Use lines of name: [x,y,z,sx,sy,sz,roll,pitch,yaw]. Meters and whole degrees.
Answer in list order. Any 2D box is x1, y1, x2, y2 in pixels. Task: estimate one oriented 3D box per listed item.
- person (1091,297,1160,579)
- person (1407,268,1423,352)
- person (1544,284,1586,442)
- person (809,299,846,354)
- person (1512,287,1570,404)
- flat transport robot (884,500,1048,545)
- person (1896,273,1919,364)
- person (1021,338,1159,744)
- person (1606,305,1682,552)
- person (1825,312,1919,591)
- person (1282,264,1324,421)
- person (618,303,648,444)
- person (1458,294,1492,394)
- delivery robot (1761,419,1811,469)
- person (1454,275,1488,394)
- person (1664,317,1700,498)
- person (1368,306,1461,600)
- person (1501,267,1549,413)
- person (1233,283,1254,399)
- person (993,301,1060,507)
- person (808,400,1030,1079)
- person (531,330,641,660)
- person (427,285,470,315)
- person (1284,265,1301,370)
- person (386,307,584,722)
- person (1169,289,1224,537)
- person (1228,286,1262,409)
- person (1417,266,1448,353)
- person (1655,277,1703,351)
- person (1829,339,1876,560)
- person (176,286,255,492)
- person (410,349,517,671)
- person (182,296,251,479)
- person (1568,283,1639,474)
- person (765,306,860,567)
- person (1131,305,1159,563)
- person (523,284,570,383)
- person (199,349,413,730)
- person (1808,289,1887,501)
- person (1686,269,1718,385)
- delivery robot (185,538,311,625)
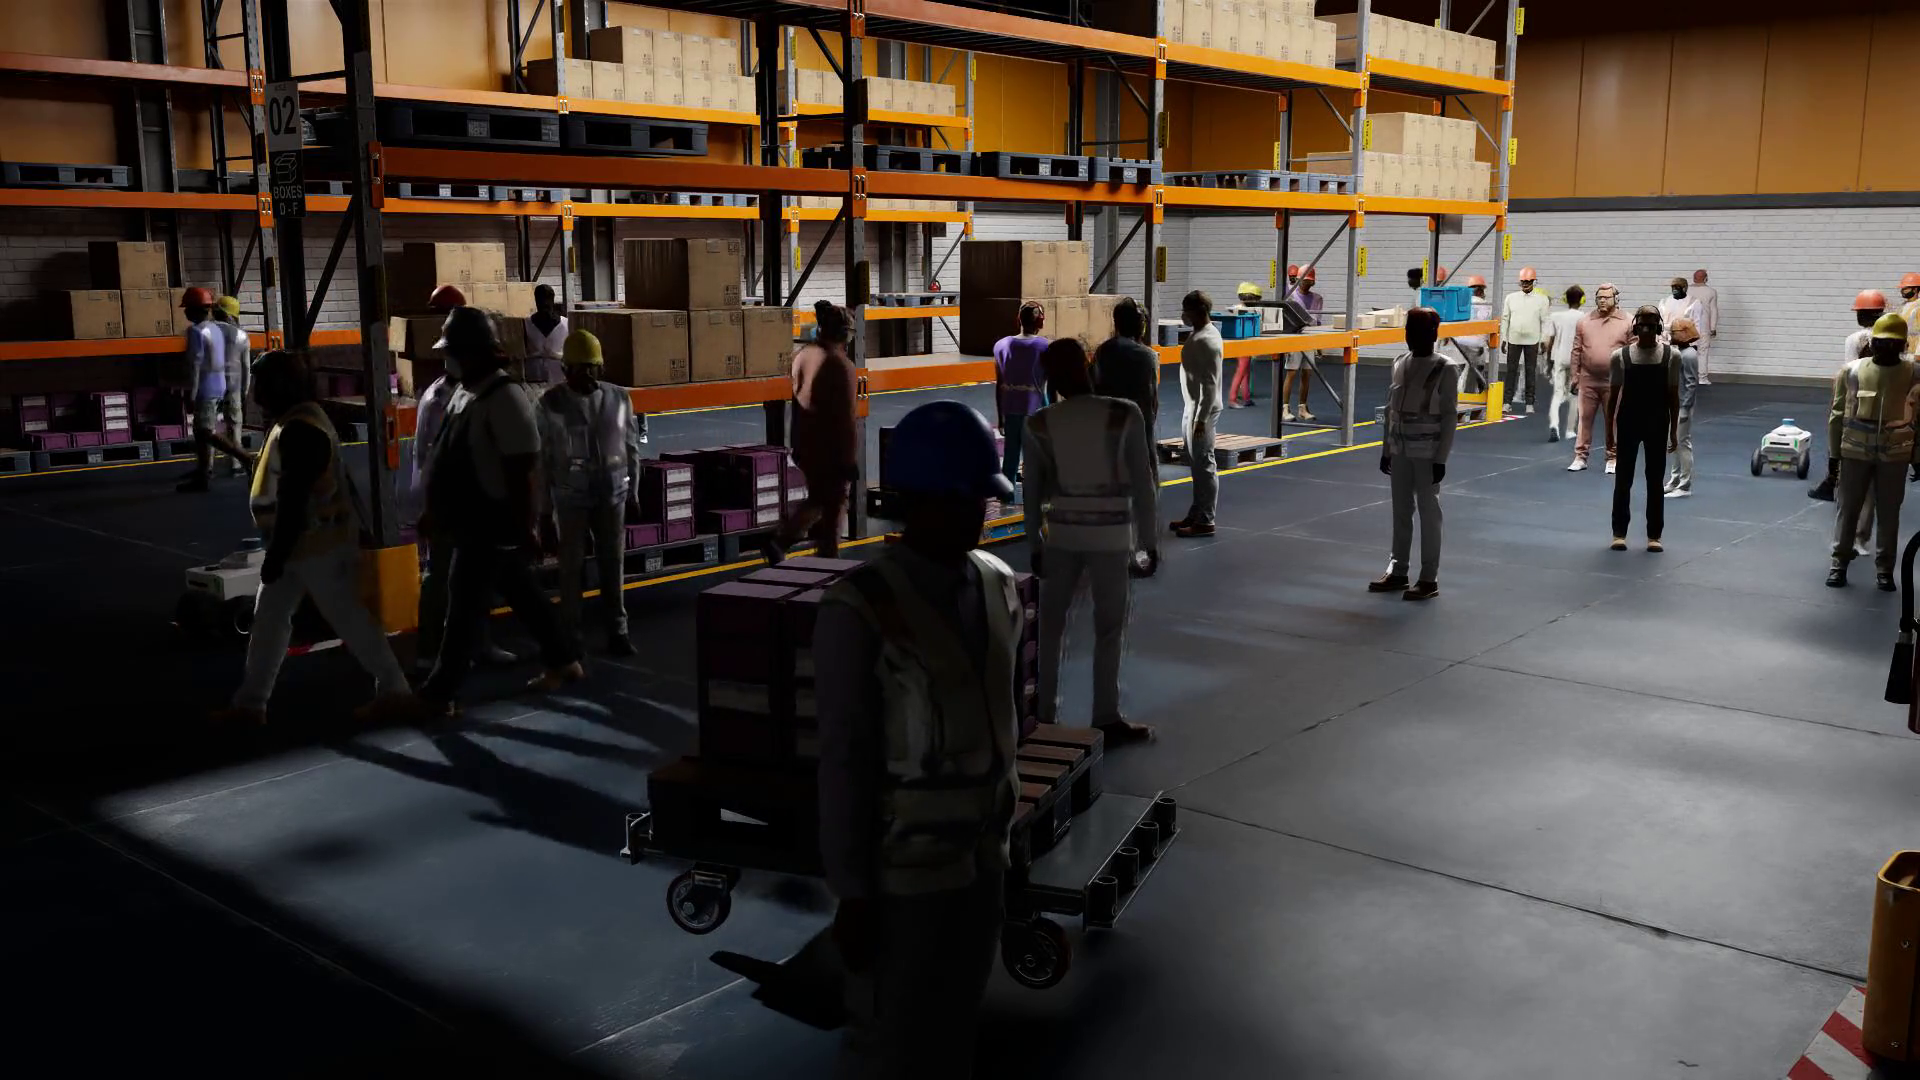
person: [1.083,-0.663,11.192,0.565,1.927,0.652,-5,11,-28]
person: [7.648,-3.561,27.702,0.528,1.933,0.626,2,10,13]
person: [7.107,-2.071,19.481,0.527,1.839,0.880,6,11,29]
person: [-1.473,-1.824,18.495,0.530,1.688,0.324,7,12,34]
person: [8.457,-2.817,24.136,0.885,1.702,0.488,3,10,15]
flat transport robot: [0.130,-0.119,12.819,0.652,0.197,1.431,8,13,38]
person: [12.108,-2.437,21.276,0.373,1.934,0.551,0,10,-2]
person: [0.560,0.023,7.523,0.682,1.856,0.353,4,11,19]
person: [5.083,-0.825,12.402,0.511,1.840,0.339,4,11,20]
person: [6.067,-0.583,11.014,0.586,1.836,0.404,5,11,27]
person: [4.480,-2.566,21.720,0.610,2.040,0.394,-4,11,-20]
person: [-3.825,-1.916,19.211,0.496,1.625,0.287,0,10,2]
person: [7.775,-2.962,25.120,0.515,1.638,0.315,2,10,11]
delivery robot: [8.215,-0.959,16.530,0.477,0.478,0.707,7,12,36]
person: [7.251,-2.802,23.574,0.957,1.874,0.567,-6,12,-33]
person: [6.503,-1.191,15.048,0.268,1.632,0.507,1,10,7]
person: [2.943,-0.561,10.751,0.355,1.883,0.576,-6,12,-30]
person: [7.734,-2.737,22.817,0.611,1.996,0.378,4,11,23]
person: [4.232,-2.966,24.879,0.550,1.726,0.848,8,13,40]
person: [0.528,-0.972,13.227,0.561,1.836,0.379,4,11,24]
person: [-0.056,0.668,3.567,0.404,1.945,0.615,8,13,38]
person: [-2.045,-0.243,9.137,0.605,1.816,0.403,-6,12,-32]
person: [-3.680,-0.846,12.070,0.620,1.992,0.400,9,14,43]
person: [6.170,-4.124,30.880,0.552,1.937,0.356,3,10,15]
person: [-2.319,-0.184,8.156,1.041,2.000,0.687,-6,12,-32]
person: [1.868,-0.988,13.034,0.373,1.937,0.629,0,10,0]
person: [4.036,-2.716,23.504,0.638,1.721,0.592,-4,11,-20]
person: [7.372,-3.248,25.776,0.740,1.989,0.654,-8,13,-40]
person: [10.163,-2.798,23.611,0.633,1.839,0.429,10,14,43]
person: [6.565,-0.637,11.979,0.525,1.605,0.800,3,10,15]
person: [-6.857,-1.370,15.291,0.783,1.915,0.556,-1,10,-6]
person: [-2.626,-0.204,8.739,0.654,1.871,0.643,0,10,-2]
person: [-7.366,-1.494,16.376,0.736,1.789,0.407,-7,12,-35]
person: [6.446,-1.617,16.696,0.651,1.906,0.401,7,12,33]
person: [-0.929,-0.590,10.935,0.545,1.878,0.683,-8,13,-37]
person: [1.221,-0.764,11.931,0.328,1.876,0.514,-5,11,-27]
person: [-3.960,-1.488,15.947,0.588,1.913,0.391,-3,10,-16]
person: [-3.060,0.006,7.801,0.951,1.800,0.628,-6,12,-30]
person: [7.928,-1.238,14.573,0.550,1.915,0.769,-1,10,-8]
person: [12.187,-3.512,27.480,0.637,1.911,0.406,8,13,39]
delivery robot: [-4.145,0.230,9.761,0.477,0.478,0.707,6,12,32]
